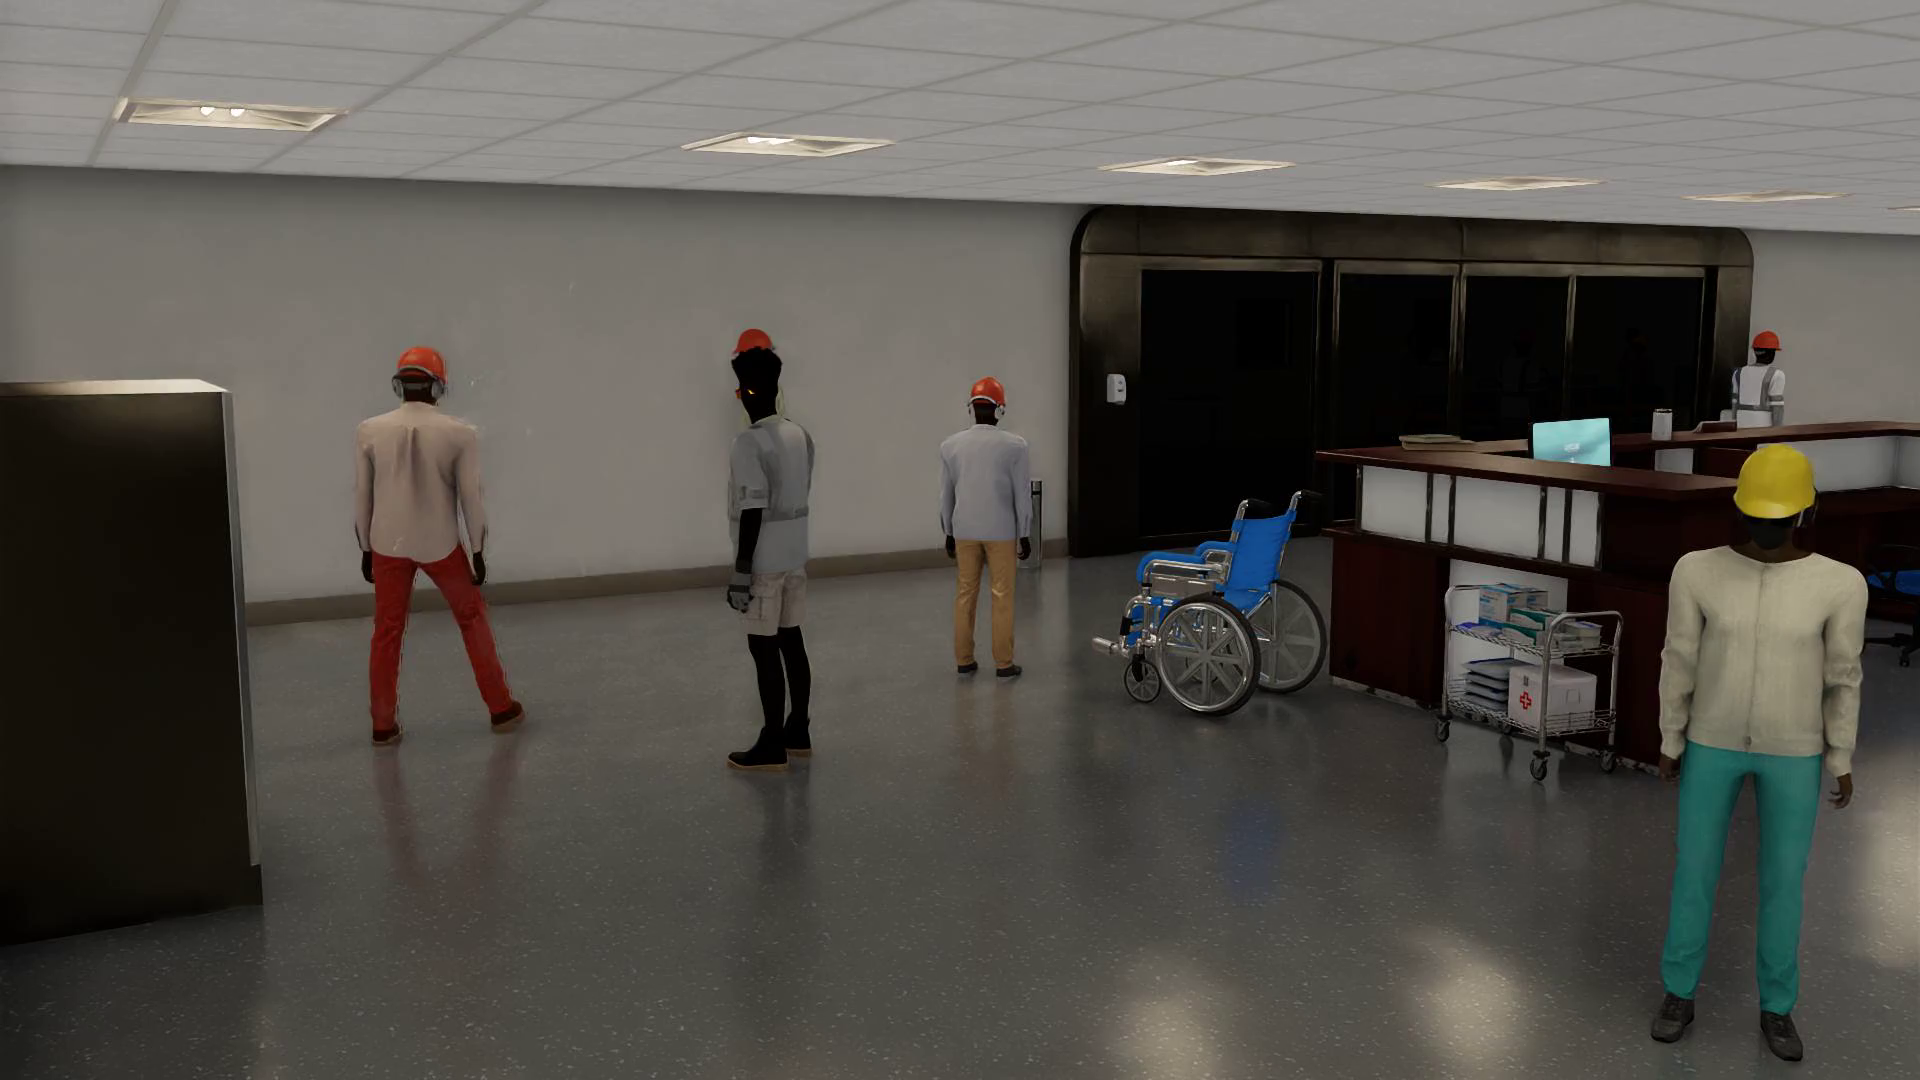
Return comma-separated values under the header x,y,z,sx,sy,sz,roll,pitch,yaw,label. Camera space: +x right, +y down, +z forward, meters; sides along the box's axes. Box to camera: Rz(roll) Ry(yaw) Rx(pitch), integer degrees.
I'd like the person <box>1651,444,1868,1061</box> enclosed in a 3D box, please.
x,y,z,sx,sy,sz,roll,pitch,yaw,label
2.266,0.602,4.745,0.523,1.759,0.335,4,9,24,person

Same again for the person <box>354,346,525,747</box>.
x,y,z,sx,sy,sz,roll,pitch,yaw,label
-2.629,0.021,8.248,0.722,1.960,0.517,-1,8,-7,person

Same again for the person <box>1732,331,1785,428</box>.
x,y,z,sx,sy,sz,roll,pitch,yaw,label
7.785,-1.065,16.215,0.392,1.929,0.546,-4,9,-27,person

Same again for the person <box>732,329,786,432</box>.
x,y,z,sx,sy,sz,roll,pitch,yaw,label
-1.478,-0.564,12.331,0.391,1.990,0.621,-1,8,-9,person

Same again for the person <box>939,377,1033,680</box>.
x,y,z,sx,sy,sz,roll,pitch,yaw,label
0.161,-0.068,9.638,0.564,1.743,0.352,3,9,23,person

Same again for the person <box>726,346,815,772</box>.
x,y,z,sx,sy,sz,roll,pitch,yaw,label
-0.891,0.088,7.713,0.362,1.962,0.613,3,8,22,person
